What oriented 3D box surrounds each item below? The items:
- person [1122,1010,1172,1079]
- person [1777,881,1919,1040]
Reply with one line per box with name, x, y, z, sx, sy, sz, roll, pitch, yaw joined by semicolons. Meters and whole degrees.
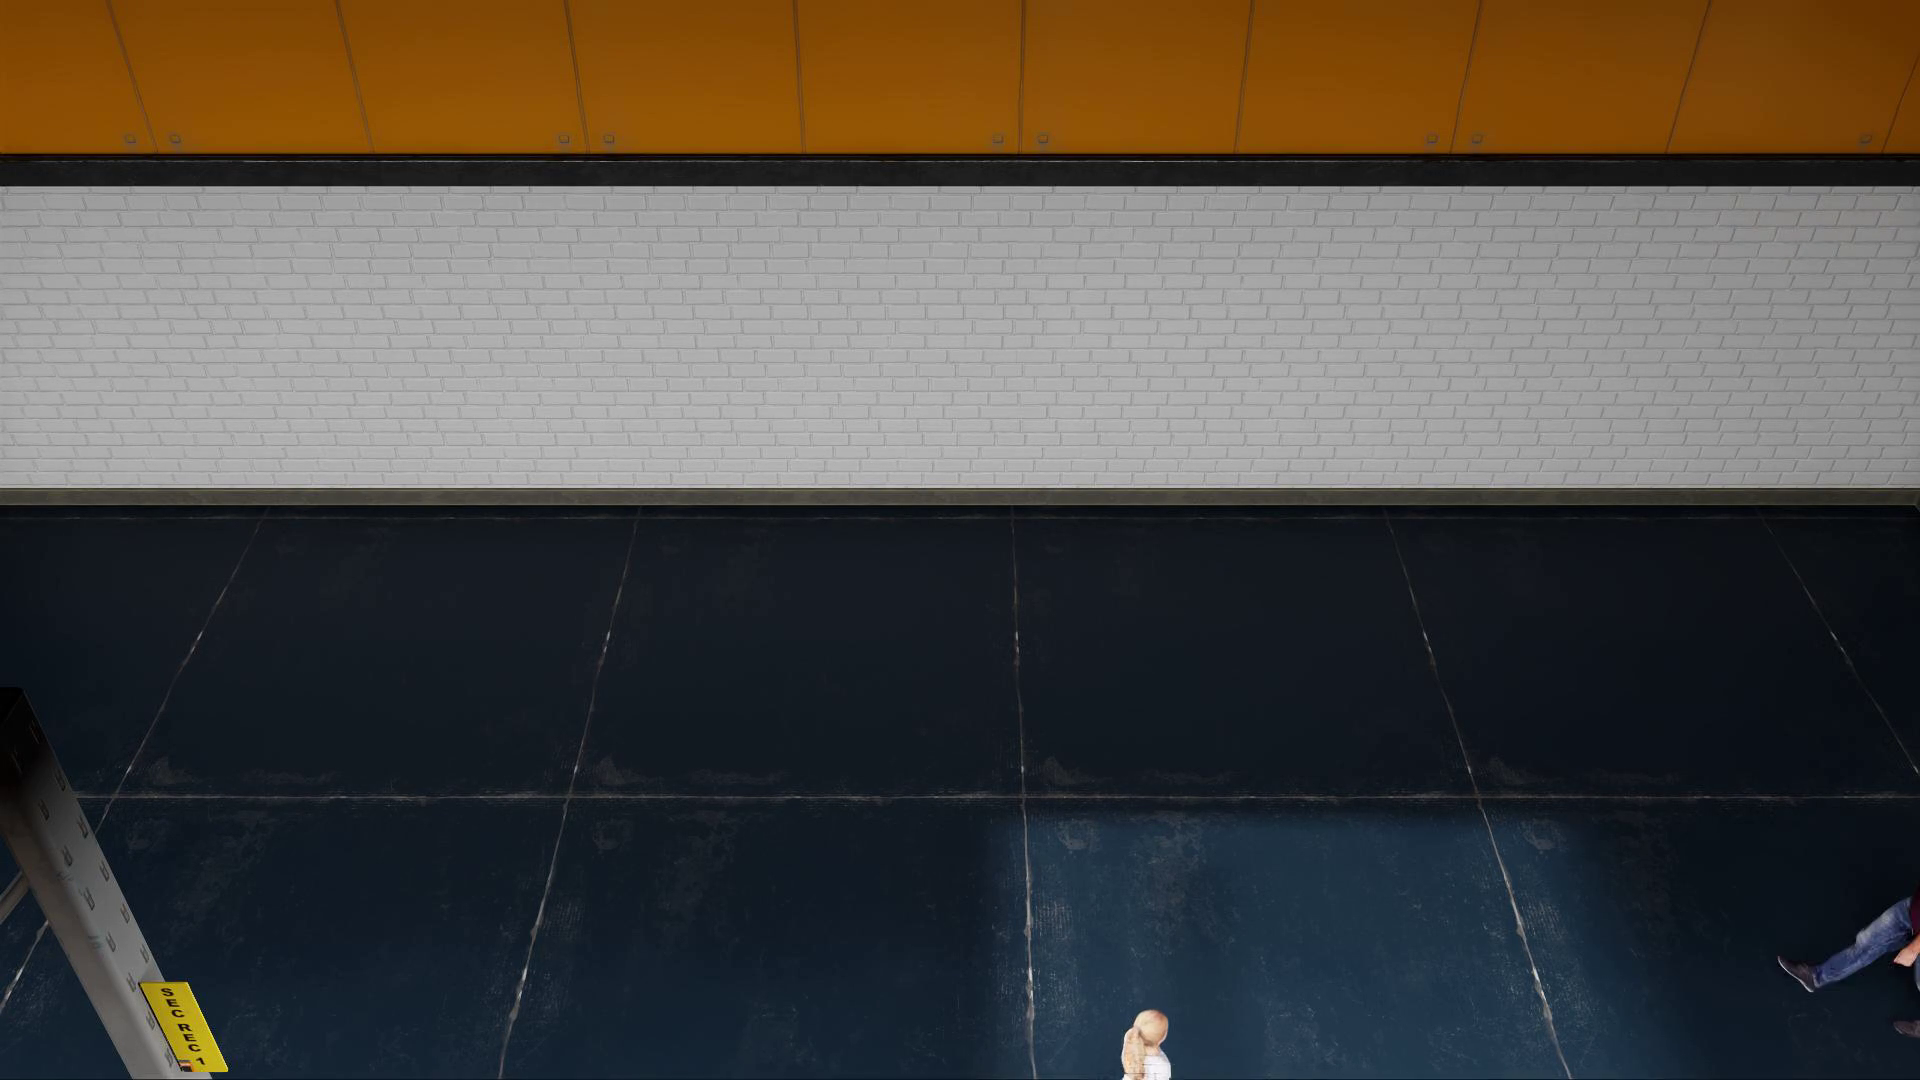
person;0.882;2.872;8.476;0.799;1.262;0.759;-27;46;-29
person;5.368;2.113;9.000;1.000;1.795;1.210;13;40;16
